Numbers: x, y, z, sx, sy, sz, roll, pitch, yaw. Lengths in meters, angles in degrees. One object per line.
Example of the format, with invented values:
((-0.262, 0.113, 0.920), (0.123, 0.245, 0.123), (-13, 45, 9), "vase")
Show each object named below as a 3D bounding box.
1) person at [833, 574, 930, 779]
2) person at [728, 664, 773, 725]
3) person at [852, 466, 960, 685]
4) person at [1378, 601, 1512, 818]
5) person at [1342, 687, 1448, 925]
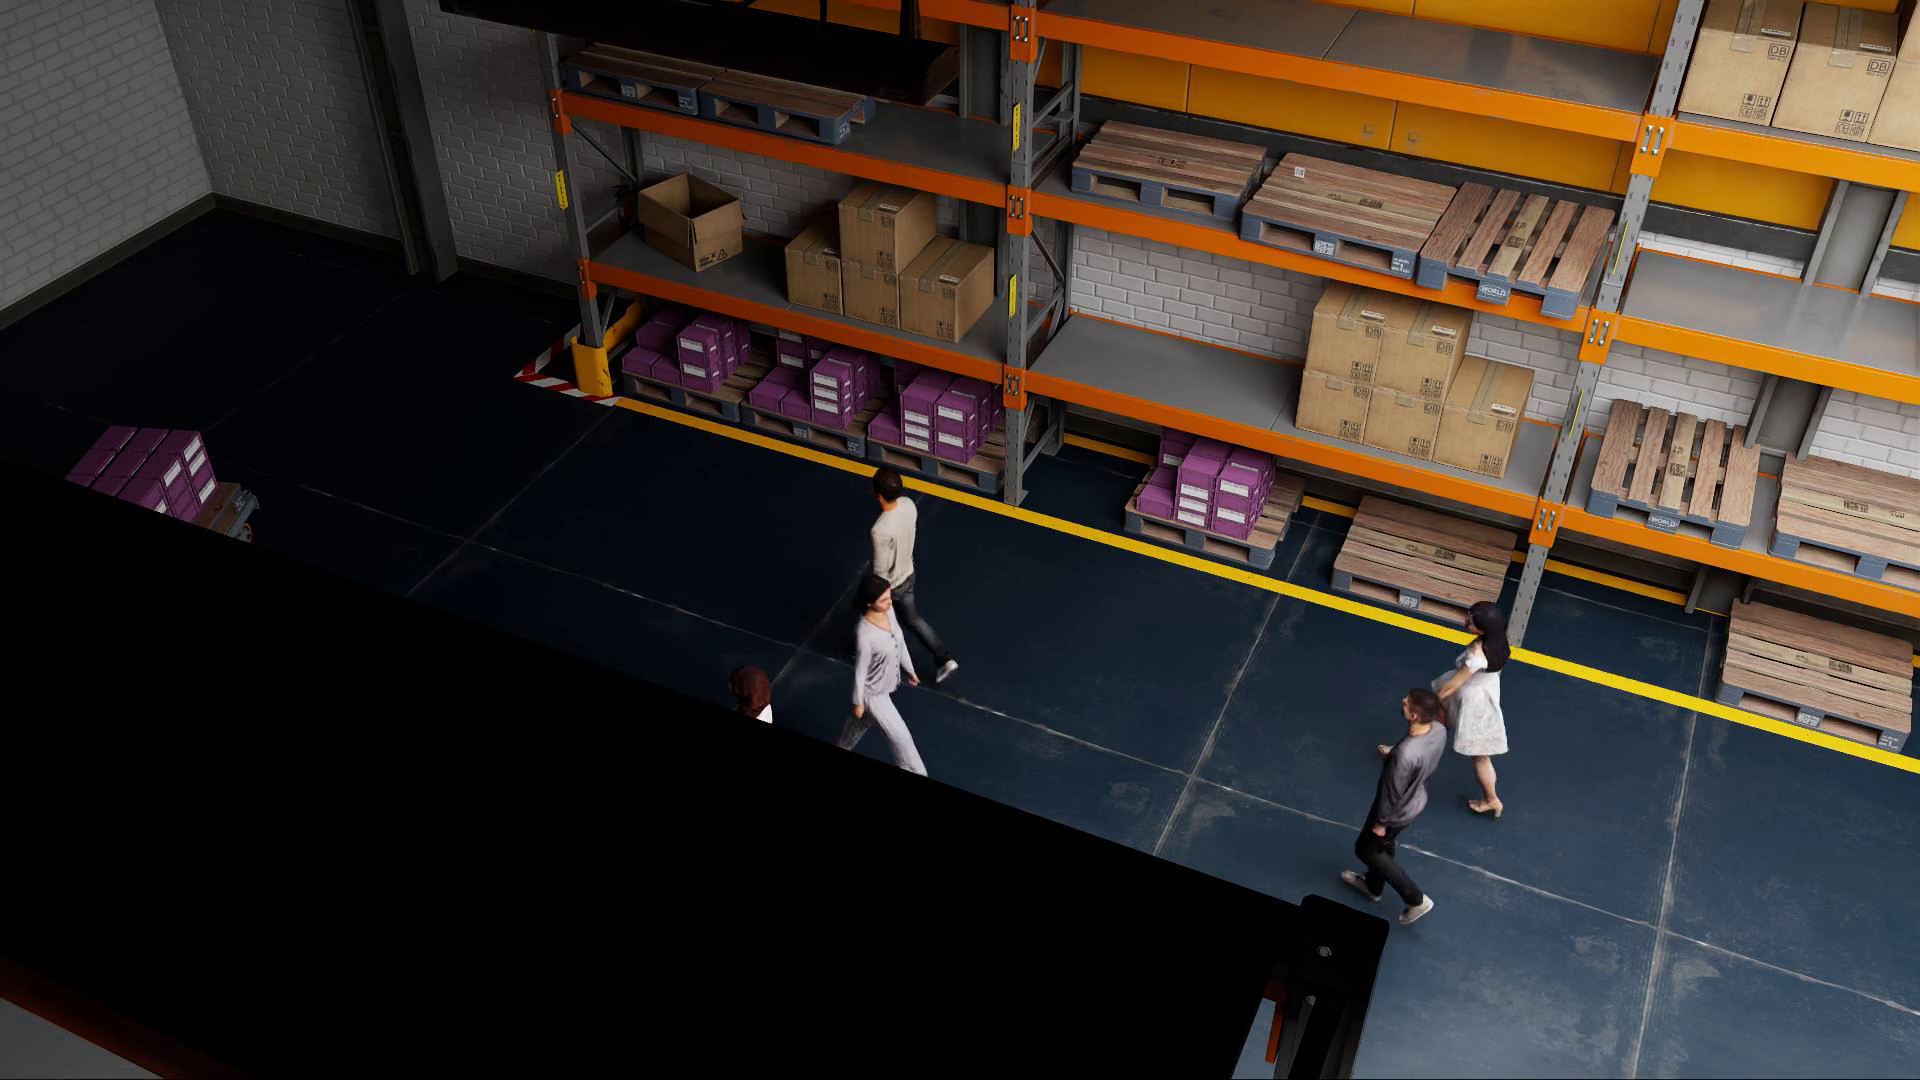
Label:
((-0.607, 0.912, 10.601), (1.099, 1.725, 0.660), (14, 41, 16), "person")
((-1.201, 1.412, 9.916), (0.686, 1.797, 0.684), (-3, 39, -4), "person")
((-0.380, 0.288, 11.331), (1.081, 1.787, 0.715), (20, 43, 23), "person")
((3.255, 1.111, 10.347), (1.142, 1.729, 0.746), (25, 45, 28), "person")
((2.629, 1.594, 9.726), (0.926, 1.750, 0.757), (28, 46, 30), "person")
